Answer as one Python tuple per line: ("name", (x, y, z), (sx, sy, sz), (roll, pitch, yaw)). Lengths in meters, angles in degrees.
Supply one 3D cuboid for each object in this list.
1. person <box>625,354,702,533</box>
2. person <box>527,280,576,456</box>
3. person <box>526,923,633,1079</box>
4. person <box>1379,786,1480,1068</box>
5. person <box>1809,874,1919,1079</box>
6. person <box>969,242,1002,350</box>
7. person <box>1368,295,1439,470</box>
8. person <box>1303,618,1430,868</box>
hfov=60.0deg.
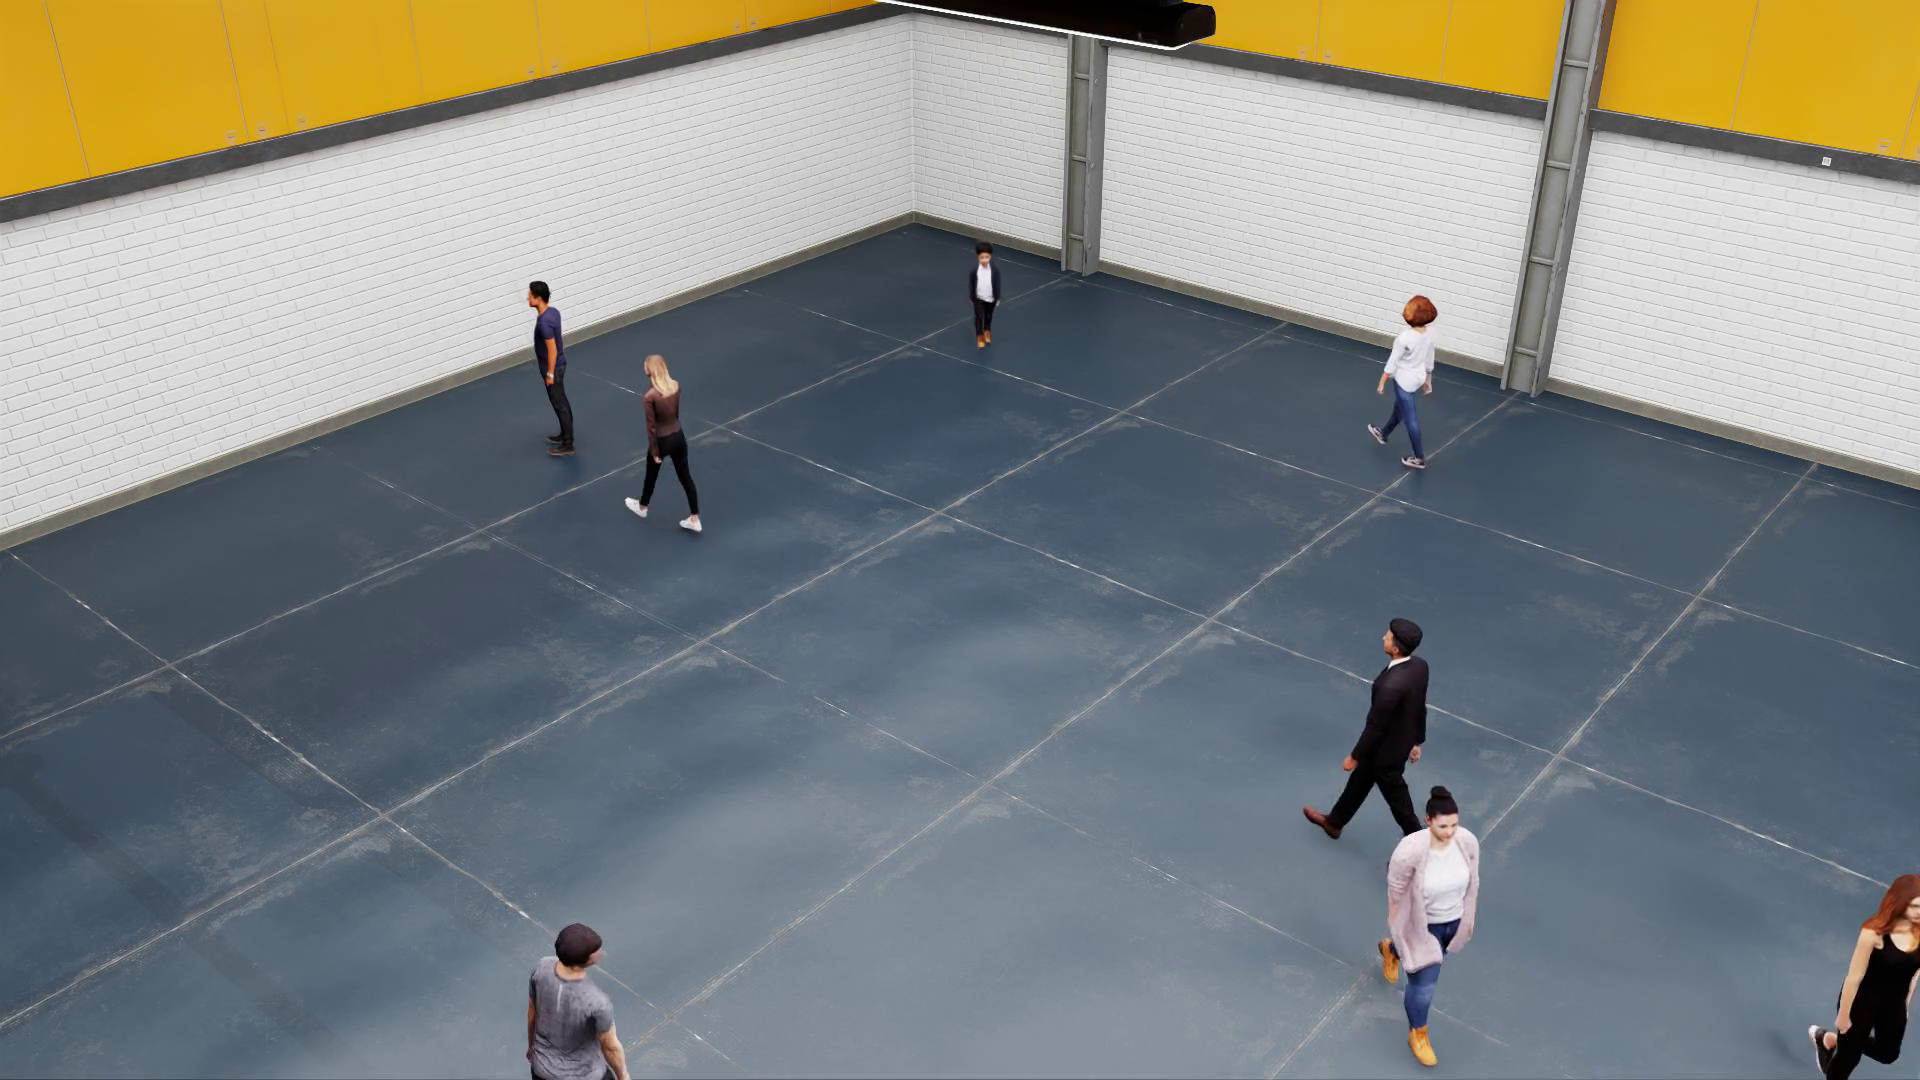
("person", (-2.557, -0.831, 14.920), (1.041, 1.664, 0.619), (21, 35, 33))
("person", (-4.010, -1.708, 16.396), (0.776, 1.789, 0.691), (-5, 29, -9))
("person", (-2.026, 2.650, 8.360), (0.579, 1.835, 0.933), (8, 30, 14))
("person", (2.648, 2.090, 9.519), (1.039, 1.708, 1.209), (-8, 30, -15))
("person", (4.833, 2.424, 8.898), (0.868, 1.716, 0.946), (-4, 29, -7))
("person", (0.286, -2.833, 19.068), (0.764, 1.206, 0.828), (-3, 29, -6))
("person", (4.424, -1.504, 16.146), (0.907, 1.671, 1.210), (-16, 33, -27))
("person", (2.840, 1.390, 10.669), (1.226, 1.835, 0.809), (17, 33, 28))
